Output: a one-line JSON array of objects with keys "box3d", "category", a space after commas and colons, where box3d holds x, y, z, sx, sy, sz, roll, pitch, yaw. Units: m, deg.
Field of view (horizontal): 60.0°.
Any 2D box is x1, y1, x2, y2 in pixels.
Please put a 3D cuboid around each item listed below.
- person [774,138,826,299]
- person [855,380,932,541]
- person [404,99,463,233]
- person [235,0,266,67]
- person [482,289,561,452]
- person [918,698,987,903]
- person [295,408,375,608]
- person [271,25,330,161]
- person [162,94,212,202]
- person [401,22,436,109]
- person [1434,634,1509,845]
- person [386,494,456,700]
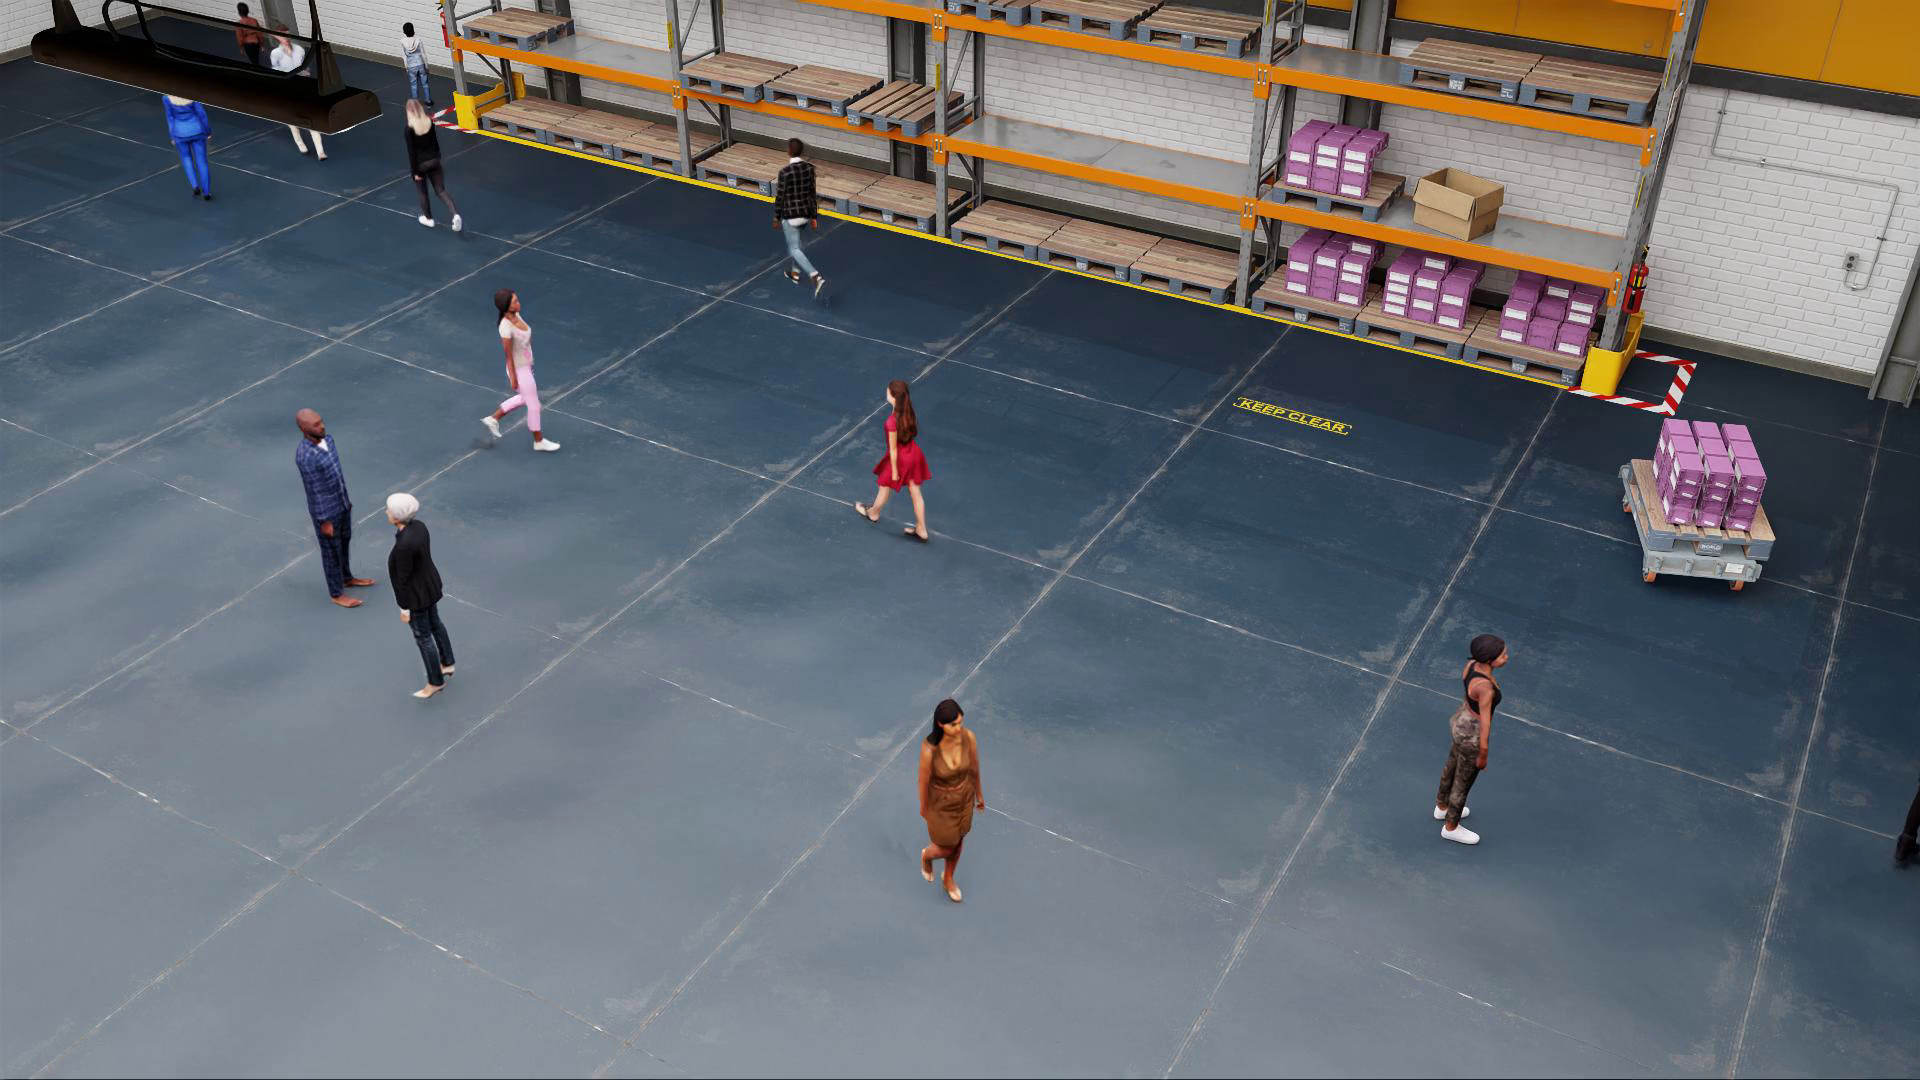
[{"box3d": [-1.813, -3.646, 18.969, 0.896, 1.786, 1.234, -26, 41, -33], "category": "person"}, {"box3d": [-0.452, -0.680, 14.747, 1.028, 1.519, 0.646, 23, 40, 31], "category": "person"}, {"box3d": [-6.501, -4.567, 20.468, 1.112, 1.660, 0.749, 25, 41, 32], "category": "person"}, {"box3d": [-10.753, -7.517, 25.289, 0.952, 1.235, 0.659, 27, 42, 34], "category": "person"}, {"box3d": [-4.304, -1.618, 15.973, 1.041, 1.724, 0.898, -1, 34, -2], "category": "person"}, {"box3d": [-0.109, 1.699, 11.025, 0.701, 1.678, 0.780, -21, 39, -28], "category": "person"}, {"box3d": [-5.285, -0.302, 13.909, 0.742, 1.818, 0.750, 2, 34, 3], "category": "person"}, {"box3d": [-9.069, -6.092, 22.637, 1.009, 1.798, 1.292, -22, 39, -29], "category": "person"}, {"box3d": [-9.857, -5.140, 21.302, 0.748, 1.691, 0.788, -13, 36, -18], "category": "person"}, {"box3d": [-8.010, -6.984, 24.465, 0.568, 1.261, 0.630, -7, 34, -11], "category": "person"}, {"box3d": [3.538, 1.350, 11.530, 0.676, 1.701, 0.658, 1, 34, 1], "category": "person"}, {"box3d": [-4.162, 0.430, 12.706, 0.739, 1.781, 0.817, 3, 34, 4], "category": "person"}]
